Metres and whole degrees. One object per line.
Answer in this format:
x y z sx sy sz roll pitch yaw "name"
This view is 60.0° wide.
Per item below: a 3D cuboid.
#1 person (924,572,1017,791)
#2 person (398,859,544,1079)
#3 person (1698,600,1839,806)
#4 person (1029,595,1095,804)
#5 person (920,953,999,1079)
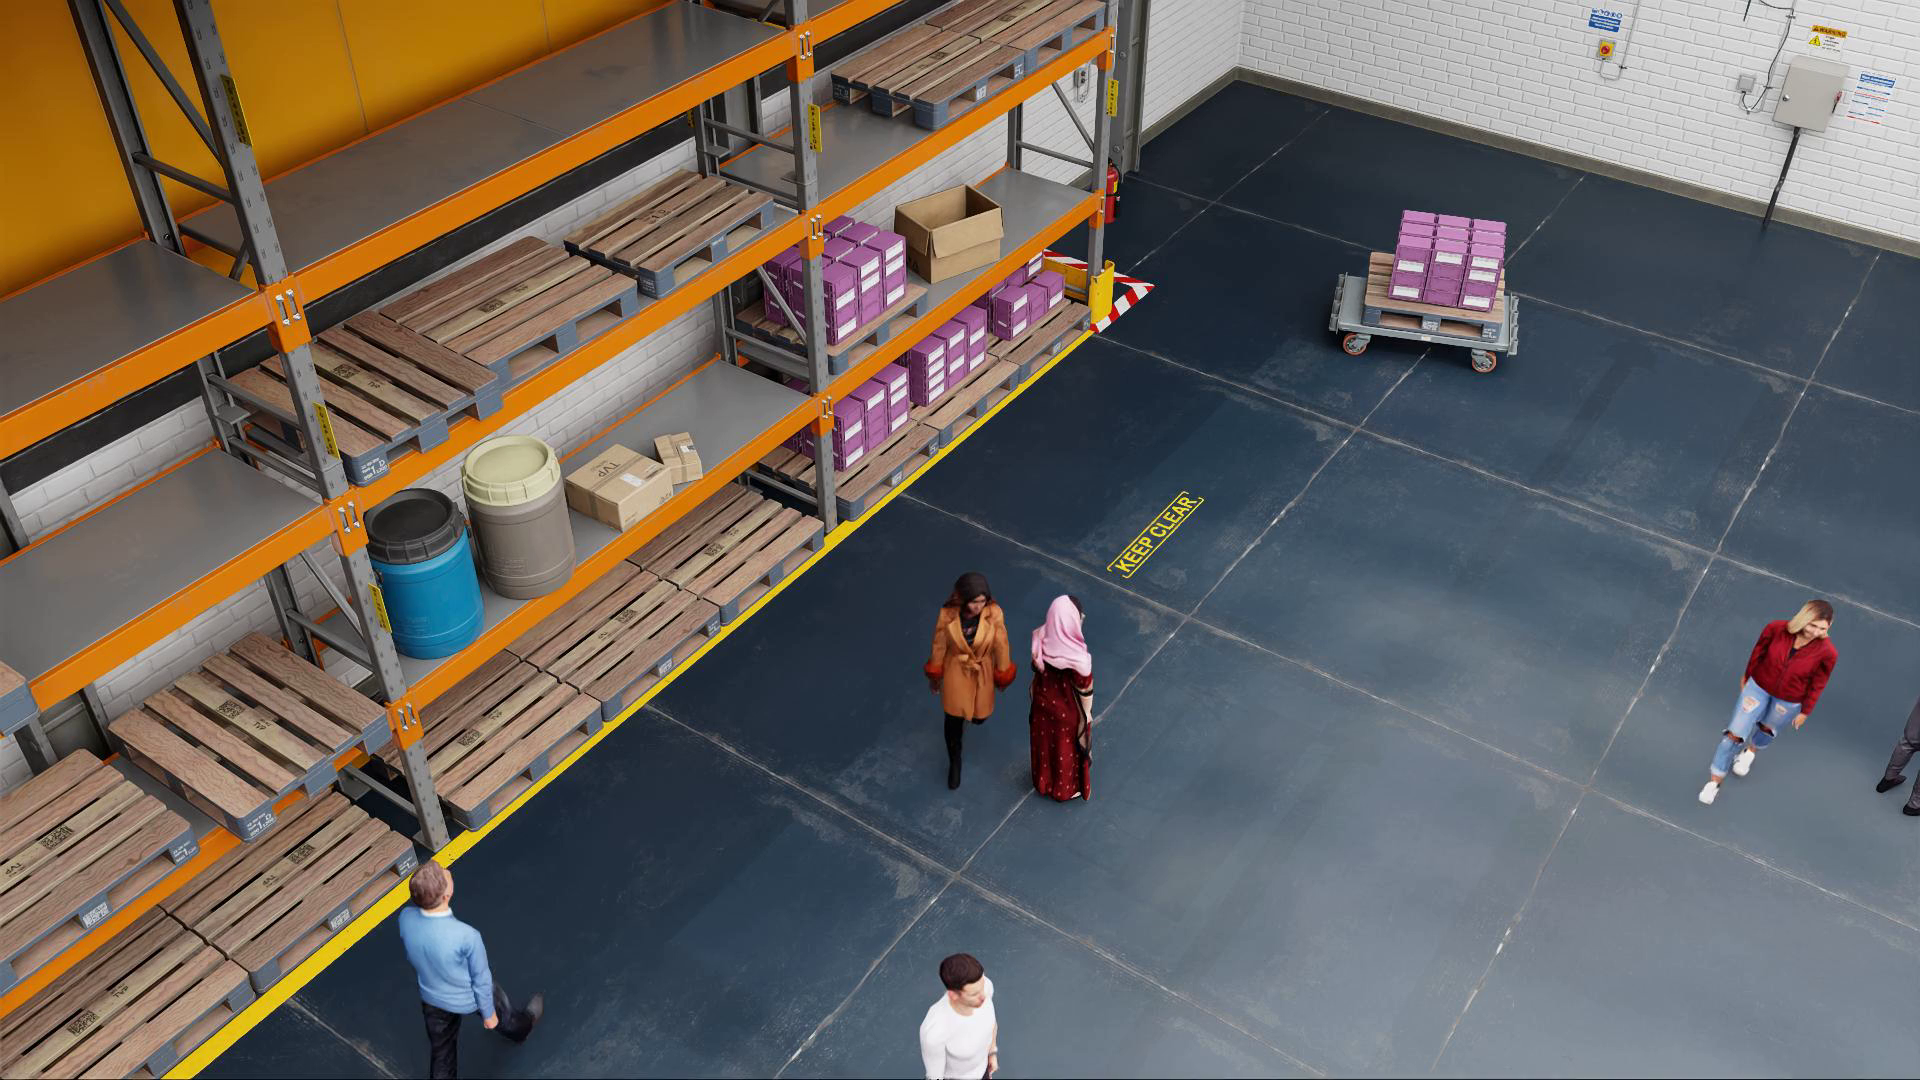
0.076 0.818 10.697 0.980 1.707 1.064 9 40 12 "person"
-2.669 2.411 8.655 0.922 1.767 1.242 11 40 14 "person"
5.234 0.945 10.629 0.613 1.593 0.958 26 45 29 "person"
0.639 1.005 10.519 0.658 1.636 0.701 -31 48 -33 "person"
-0.012 2.664 8.273 0.707 1.847 0.468 25 45 27 "person"
